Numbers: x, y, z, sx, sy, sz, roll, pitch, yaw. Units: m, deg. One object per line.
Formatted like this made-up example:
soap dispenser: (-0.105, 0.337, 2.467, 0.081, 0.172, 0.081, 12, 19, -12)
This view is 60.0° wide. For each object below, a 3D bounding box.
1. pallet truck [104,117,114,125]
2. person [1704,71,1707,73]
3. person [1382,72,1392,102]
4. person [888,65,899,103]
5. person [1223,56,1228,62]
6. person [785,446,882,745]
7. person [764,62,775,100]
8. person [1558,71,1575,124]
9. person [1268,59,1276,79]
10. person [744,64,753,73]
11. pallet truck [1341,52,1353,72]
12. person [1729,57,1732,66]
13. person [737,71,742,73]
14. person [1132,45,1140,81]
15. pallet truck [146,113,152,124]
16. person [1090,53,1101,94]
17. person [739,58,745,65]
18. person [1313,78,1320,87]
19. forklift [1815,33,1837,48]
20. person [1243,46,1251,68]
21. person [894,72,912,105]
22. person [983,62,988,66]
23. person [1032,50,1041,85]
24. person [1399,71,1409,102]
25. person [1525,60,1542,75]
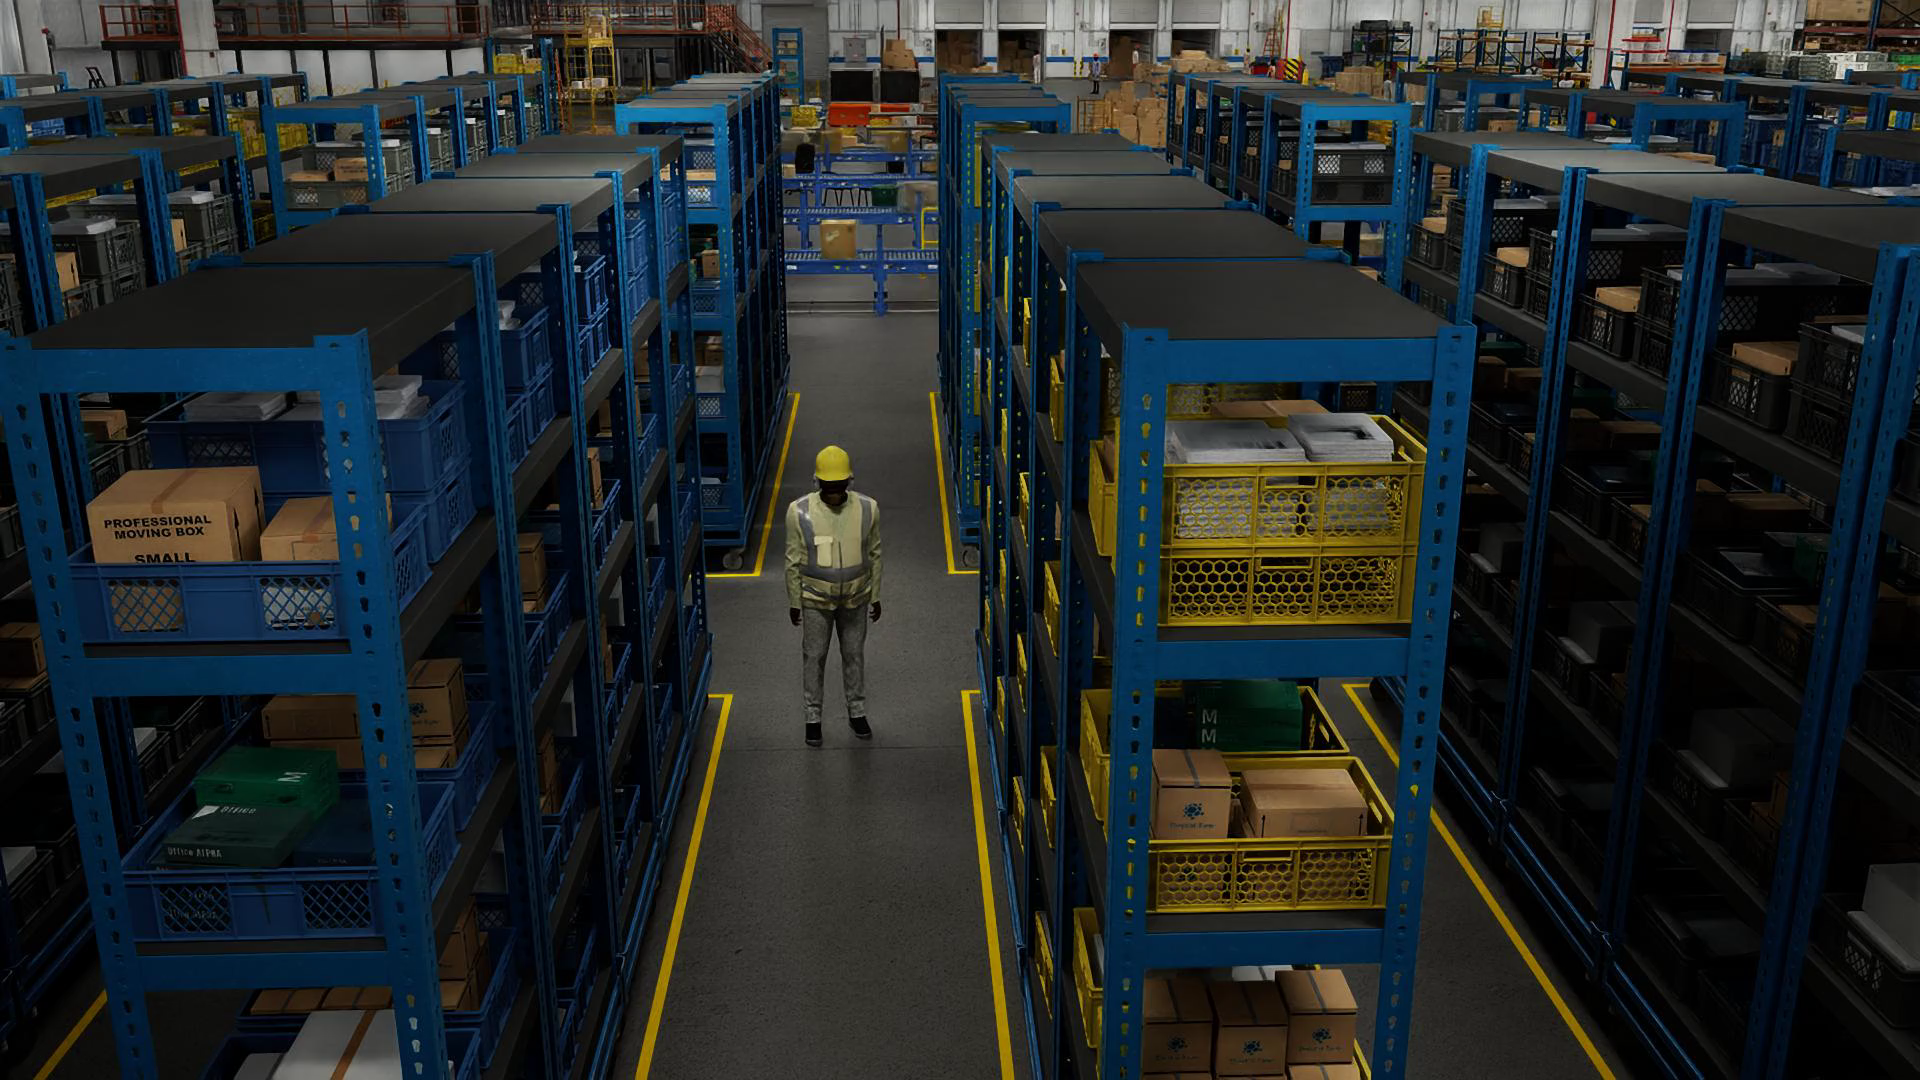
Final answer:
pallet truck: (-18.367, -7.885, 35.078, 1.885, 1.965, 0.823, 1, 18, 2)
person: (29.224, -17.594, 65.333, 0.612, 1.866, 0.408, 5, 19, 16)
person: (15.703, -16.240, 61.134, 0.327, 1.874, 0.518, -7, 19, -20)
person: (-2.713, -19.055, 69.949, 0.767, 1.812, 0.518, -9, 20, -26)
person: (12.300, -21.728, 78.079, 0.974, 1.908, 0.624, 0, 18, 0)
person: (-0.745, 0.326, 9.931, 0.590, 1.833, 0.404, -5, 19, -15)
person: (-7.843, -18.829, 68.991, 0.600, 1.967, 0.368, -4, 18, -12)
person: (21.978, -16.012, 60.355, 0.596, 1.916, 0.373, 10, 21, 29)
person: (15.078, -22.387, 80.451, 0.321, 1.691, 0.535, 15, 23, 38)
person: (-10.690, -23.726, 84.595, 0.548, 1.689, 0.738, 2, 18, 7)
pallet truck: (18.794, -23.123, 82.231, 0.823, 1.965, 1.885, -13, 22, -35)
person: (36.068, -21.786, 78.323, 0.651, 1.858, 1.022, 7, 19, 21)
person: (-8.561, -17.357, 64.760, 0.533, 1.767, 0.325, 10, 21, 29)
person: (10.056, -27.243, 94.983, 0.383, 1.993, 0.622, -7, 19, -20)
pallet truck: (-18.087, -8.309, 36.390, 1.885, 1.965, 0.823, -1, 18, -4)
person: (6.629, -22.783, 81.275, 0.356, 1.939, 0.543, -10, 20, -28)
person: (-11.354, -24.511, 86.696, 0.680, 1.912, 0.623, 5, 19, 15)
person: (12.379, -15.221, 58.076, 0.602, 1.809, 0.658, 4, 18, 13)
forklift: (44.522, -24.754, 85.865, 1.873, 2.768, 1.129, -17, 24, -41)
person: (16.428, -27.251, 95.118, 0.367, 1.927, 0.587, -9, 20, -27)
person: (-2.132, -16.334, 61.425, 0.733, 1.874, 0.443, -9, 20, -25)
person: (1.117, -19.921, 72.592, 0.913, 1.824, 0.521, -12, 21, -32)
person: (4.150, -25.728, 90.559, 0.429, 1.838, 0.648, 14, 23, 37)
person: (16.080, -15.942, 60.121, 0.400, 1.926, 0.566, -2, 18, -5)
person: (24.051, -19.139, 69.833, 0.676, 2.000, 0.536, 5, 19, 16)
